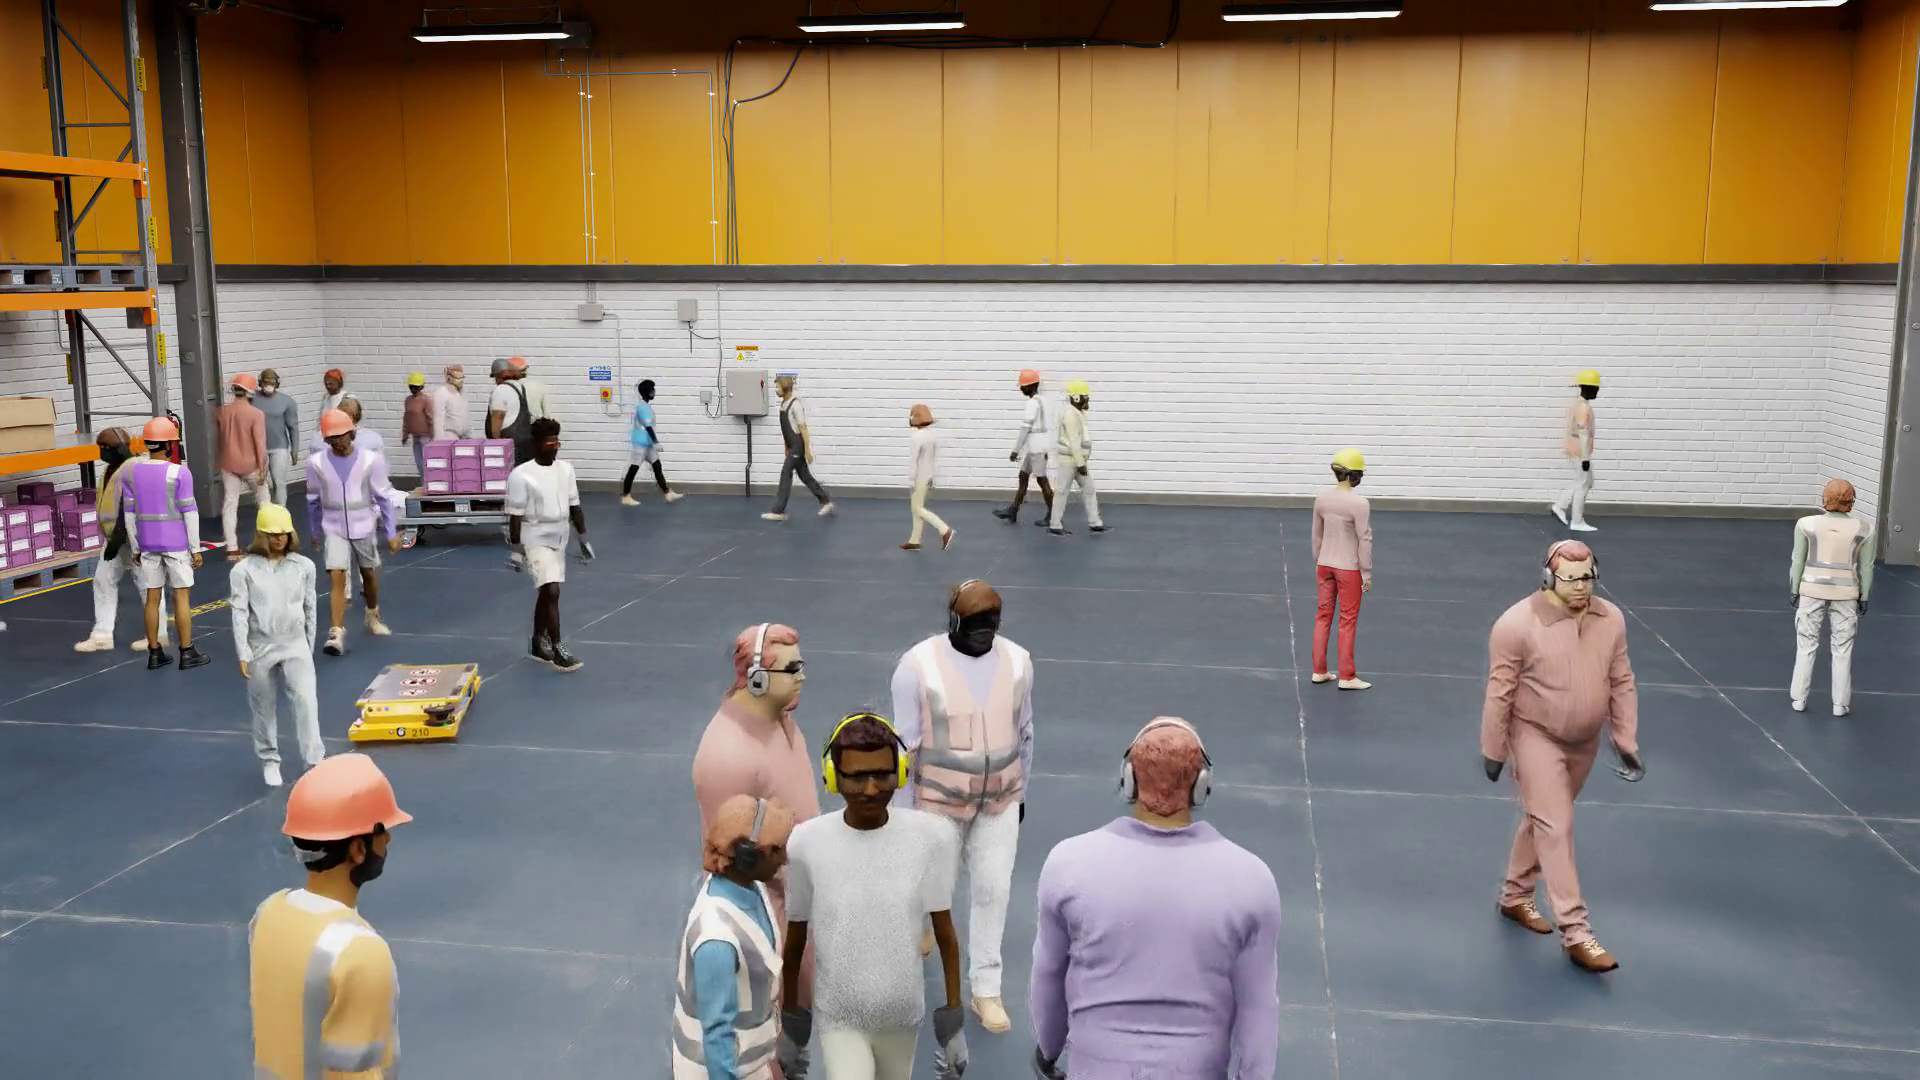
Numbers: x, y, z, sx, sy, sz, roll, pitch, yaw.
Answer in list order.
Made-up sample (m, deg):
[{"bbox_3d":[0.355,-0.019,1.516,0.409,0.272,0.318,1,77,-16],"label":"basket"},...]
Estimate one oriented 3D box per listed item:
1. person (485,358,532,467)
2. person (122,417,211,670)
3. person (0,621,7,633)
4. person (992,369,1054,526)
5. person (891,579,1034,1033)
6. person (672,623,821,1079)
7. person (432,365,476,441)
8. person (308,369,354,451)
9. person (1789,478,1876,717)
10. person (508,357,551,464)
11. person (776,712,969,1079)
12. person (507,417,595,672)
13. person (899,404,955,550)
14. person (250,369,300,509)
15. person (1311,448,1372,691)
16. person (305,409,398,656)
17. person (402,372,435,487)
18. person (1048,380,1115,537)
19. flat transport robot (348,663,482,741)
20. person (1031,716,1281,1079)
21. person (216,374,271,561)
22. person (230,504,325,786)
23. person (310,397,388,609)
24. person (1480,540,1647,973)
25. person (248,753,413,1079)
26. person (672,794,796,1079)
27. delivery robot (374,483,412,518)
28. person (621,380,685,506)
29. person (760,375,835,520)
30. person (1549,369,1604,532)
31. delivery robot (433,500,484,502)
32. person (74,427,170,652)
[{"bbox_3d":[-5.436,-1.247,20.306,0.729,2.000,0.752,3,10,18],"label":"person"},{"bbox_3d":[-6.060,0.029,12.706,0.552,1.936,0.358,1,9,4],"label":"person"},{"bbox_3d":[-8.207,-0.158,13.614,0.618,2.020,0.736,1,9,4],"label":"person"},{"bbox_3d":[0.775,-1.093,19.851,0.935,1.885,0.540,2,9,12],"label":"person"},{"bbox_3d":[-0.008,1.033,6.880,0.641,1.816,0.783,-3,10,-20],"label":"person"},{"bbox_3d":[-0.710,1.204,5.588,0.525,1.891,0.652,2,9,11],"label":"person"},{"bbox_3d":[-6.317,-1.269,20.971,0.762,1.863,0.665,0,9,2],"label":"person"},{"bbox_3d":[-7.708,-1.178,20.448,0.789,1.859,0.678,7,12,38],"label":"person"},{"bbox_3d":[5.957,0.395,11.395,0.509,1.629,0.314,4,10,26],"label":"person"},{"bbox_3d":[-5.641,-1.386,21.452,0.653,1.951,0.773,-9,13,-43],"label":"person"},{"bbox_3d":[-0.264,1.358,4.829,0.532,1.831,0.973,-2,9,-14],"label":"person"},{"bbox_3d":[-3.064,0.033,12.707,0.851,1.935,0.611,5,11,30],"label":"person"},{"bbox_3d":[-0.366,-0.664,18.006,0.629,1.610,0.509,4,10,21],"label":"person"},{"bbox_3d":[-8.058,-1.044,19.470,0.657,1.912,0.539,-2,9,-9],"label":"person"},{"bbox_3d":[2.802,0.208,12.136,0.330,1.765,0.533,-6,11,-34],"label":"person"},{"bbox_3d":[-4.889,-0.087,13.395,0.671,1.966,1.144,-2,9,-15],"label":"person"},{"bbox_3d":[-7.081,-1.330,21.752,0.644,1.750,0.381,7,11,36],"label":"person"},{"bbox_3d":[1.401,-0.910,18.950,0.845,1.803,0.598,3,10,18],"label":"person"},{"bbox_3d":[-3.695,1.078,11.354,0.652,0.197,1.431,-1,9,-9],"label":"flat transport robot"},{"bbox_3d":[0.511,1.402,4.454,0.646,1.887,0.875,0,9,3],"label":"person"},{"bbox_3d":[-7.587,-0.789,17.722,0.646,1.945,0.884,2,9,11],"label":"person"},{"bbox_3d":[-3.920,0.650,9.595,0.493,1.699,0.905,-6,11,-32],"label":"person"},{"bbox_3d":[-5.506,-0.330,15.014,0.660,1.908,0.425,-4,10,-21],"label":"person"},{"bbox_3d":[2.711,0.930,7.349,0.631,1.855,0.941,-3,10,-20],"label":"person"},{"bbox_3d":[-1.545,1.457,4.019,0.556,1.893,1.008,8,12,39],"label":"person"},{"bbox_3d":[-0.681,1.480,4.659,0.497,1.620,0.548,0,9,3],"label":"person"},{"bbox_3d":[-6.719,-0.433,19.560,0.707,0.478,0.477,-5,11,-31],"label":"delivery robot"},{"bbox_3d":[-3.997,-1.248,21.508,0.893,1.639,0.542,-1,9,-6],"label":"person"},{"bbox_3d":[-1.966,-1.138,20.439,0.948,1.794,0.572,-3,10,-20],"label":"person"},{"bbox_3d":[7.257,-1.044,19.449,0.455,1.908,0.604,2,9,14],"label":"person"},{"bbox_3d":[-6.065,-0.485,19.884,0.707,0.478,0.477,-7,11,-36],"label":"delivery robot"},{"bbox_3d":[-6.710,0.015,13.177,0.635,1.807,0.782,8,12,40],"label":"person"}]
